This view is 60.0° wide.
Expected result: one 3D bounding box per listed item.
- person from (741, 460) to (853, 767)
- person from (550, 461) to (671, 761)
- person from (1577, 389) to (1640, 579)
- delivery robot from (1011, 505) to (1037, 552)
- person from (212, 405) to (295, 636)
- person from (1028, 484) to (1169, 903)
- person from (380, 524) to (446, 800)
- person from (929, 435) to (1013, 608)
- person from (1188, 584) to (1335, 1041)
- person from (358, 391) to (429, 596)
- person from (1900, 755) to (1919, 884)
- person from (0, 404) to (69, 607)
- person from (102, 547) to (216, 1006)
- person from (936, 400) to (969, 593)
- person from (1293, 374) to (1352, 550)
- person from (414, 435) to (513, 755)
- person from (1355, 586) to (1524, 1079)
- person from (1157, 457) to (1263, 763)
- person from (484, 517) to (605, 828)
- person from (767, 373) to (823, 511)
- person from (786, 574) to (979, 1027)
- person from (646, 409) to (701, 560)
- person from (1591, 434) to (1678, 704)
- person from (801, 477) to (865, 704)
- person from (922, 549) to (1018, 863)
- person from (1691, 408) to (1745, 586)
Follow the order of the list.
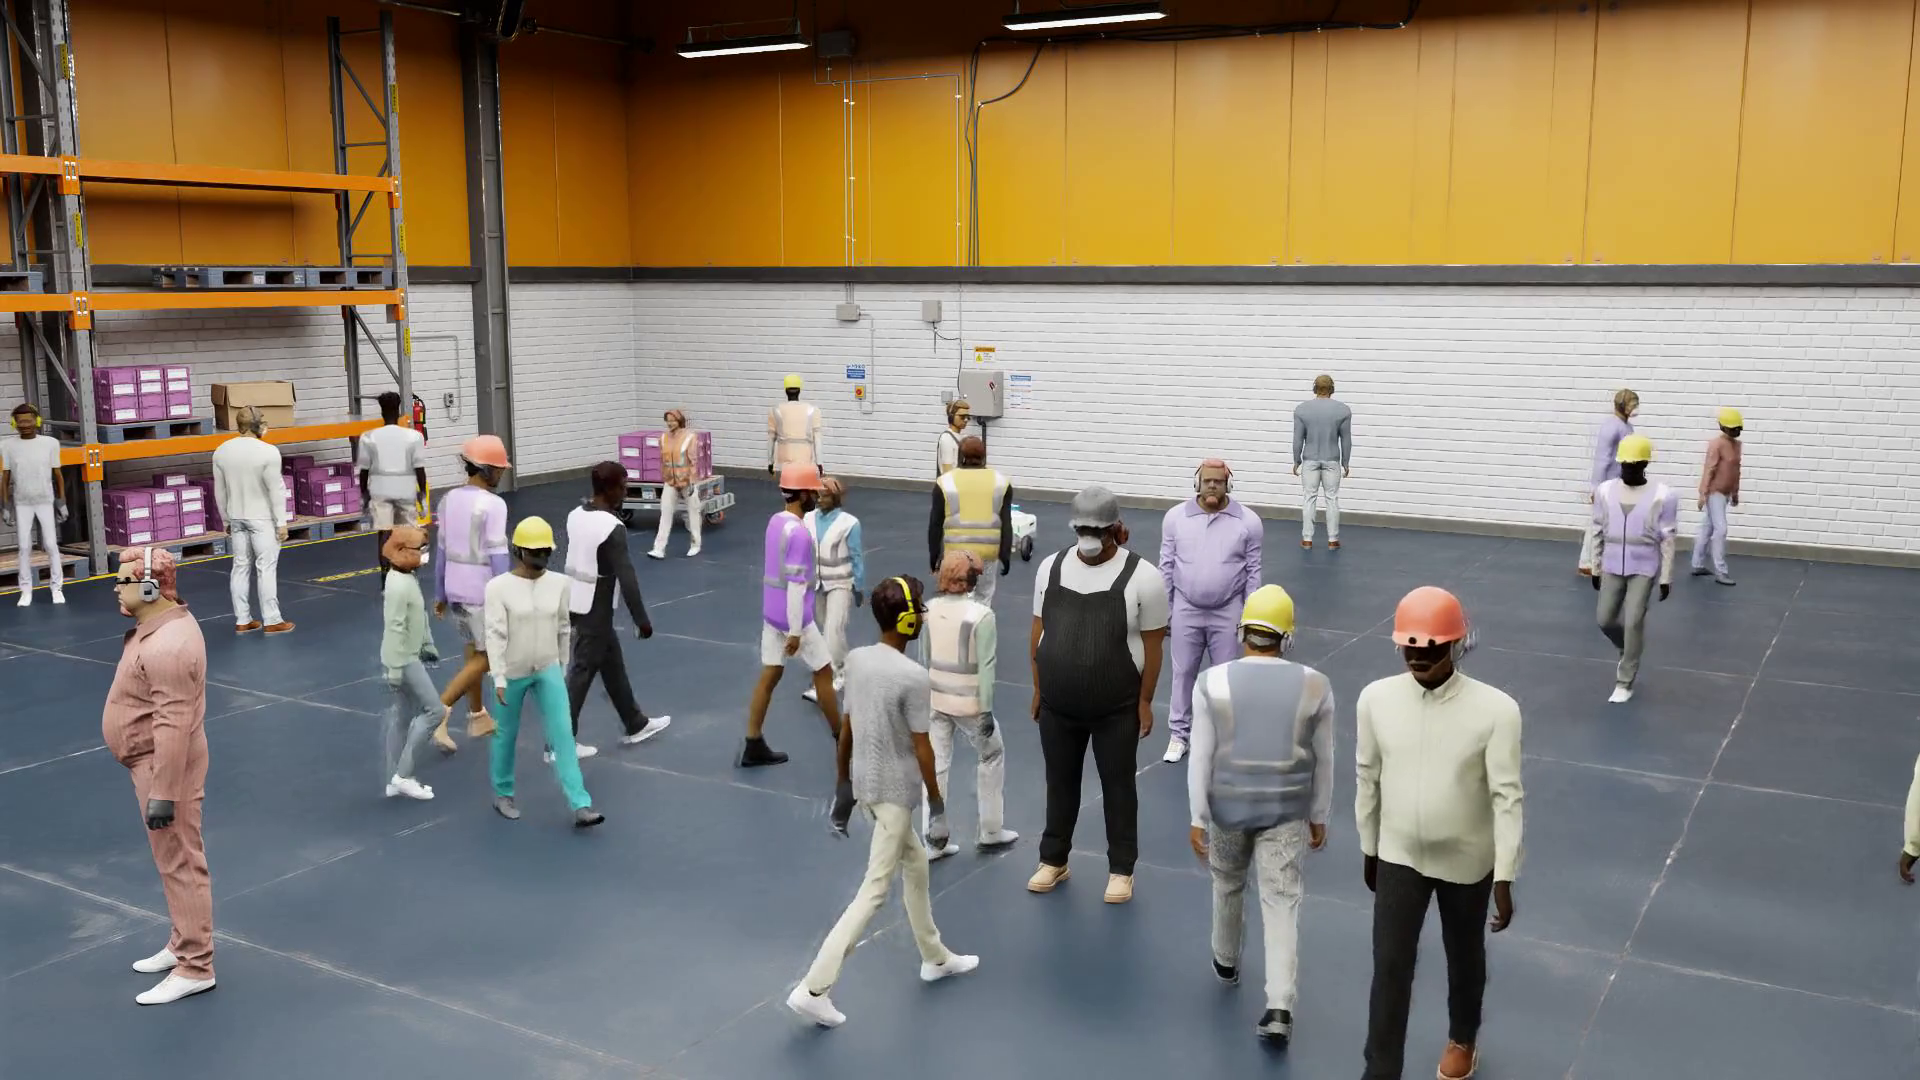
[{"bbox_3d":[-0.937,0.453,10.248,0.958,1.895,0.564,-5,10,-28],"label":"person"},{"bbox_3d":[-2.177,0.436,10.421,0.946,1.866,0.606,-6,11,-34],"label":"person"},{"bbox_3d":[6.477,-0.521,16.287,0.847,1.907,0.644,6,11,32],"label":"person"},{"bbox_3d":[0.578,-0.132,17.776,0.477,0.478,0.707,3,9,18],"label":"delivery robot"},{"bbox_3d":[-5.916,-0.157,13.924,0.631,1.936,0.362,2,9,15],"label":"person"},{"bbox_3d":[0.628,0.734,8.038,0.678,2.000,0.537,4,10,23],"label":"person"},{"bbox_3d":[-3.160,0.705,9.561,0.410,1.615,0.519,-3,10,-18],"label":"person"},{"bbox_3d":[0.089,0.092,12.814,0.639,1.805,0.951,-1,9,-7],"label":"person"},{"bbox_3d":[1.219,1.075,6.739,0.593,1.788,0.942,1,9,4],"label":"person"},{"bbox_3d":[-5.394,-0.451,15.799,0.648,1.951,0.725,-3,9,-15],"label":"person"},{"bbox_3d":[3.841,1.152,6.126,0.629,1.814,0.440,9,13,44],"label":"person"},{"bbox_3d":[-8.460,-0.322,15.205,0.527,1.860,0.321,-4,10,-24],"label":"person"},{"bbox_3d":[-3.355,0.971,6.982,0.409,1.909,0.643,-4,10,-26],"label":"person"},{"bbox_3d":[-0.057,-0.412,15.812,0.346,1.842,0.505,2,9,12],"label":"person"},{"bbox_3d":[3.970,-0.854,18.272,0.632,1.936,0.359,2,9,13],"label":"person"},{"bbox_3d":[-3.165,0.343,10.577,0.652,2.015,0.742,7,11,36],"label":"person"},{"bbox_3d":[1.703,1.119,5.963,0.621,1.950,1.020,5,10,28],"label":"person"},{"bbox_3d":[1.533,0.440,10.276,0.642,1.913,0.410,2,9,11],"label":"person"},{"bbox_3d":[-2.313,0.735,9.043,0.544,1.722,0.909,-7,12,-38],"label":"person"},{"bbox_3d":[-1.885,-0.939,18.903,0.621,1.896,0.807,-1,9,-7],"label":"person"},{"bbox_3d":[-0.319,1.048,6.810,1.007,1.821,0.525,-7,11,-36],"label":"person"},{"bbox_3d":[-3.003,-0.579,17.592,0.528,1.595,0.839,4,10,21],"label":"person"},{"bbox_3d":[4.809,0.187,11.883,0.589,1.911,0.642,8,12,41],"label":"person"},{"bbox_3d":[-0.972,0.354,11.810,0.533,1.595,0.861,5,11,31],"label":"person"},{"bbox_3d":[0.048,0.846,8.651,0.544,1.607,0.686,8,12,41],"label":"person"},{"bbox_3d":[7.488,-0.441,16.364,0.596,1.718,0.597,-8,12,-41],"label":"person"}]
